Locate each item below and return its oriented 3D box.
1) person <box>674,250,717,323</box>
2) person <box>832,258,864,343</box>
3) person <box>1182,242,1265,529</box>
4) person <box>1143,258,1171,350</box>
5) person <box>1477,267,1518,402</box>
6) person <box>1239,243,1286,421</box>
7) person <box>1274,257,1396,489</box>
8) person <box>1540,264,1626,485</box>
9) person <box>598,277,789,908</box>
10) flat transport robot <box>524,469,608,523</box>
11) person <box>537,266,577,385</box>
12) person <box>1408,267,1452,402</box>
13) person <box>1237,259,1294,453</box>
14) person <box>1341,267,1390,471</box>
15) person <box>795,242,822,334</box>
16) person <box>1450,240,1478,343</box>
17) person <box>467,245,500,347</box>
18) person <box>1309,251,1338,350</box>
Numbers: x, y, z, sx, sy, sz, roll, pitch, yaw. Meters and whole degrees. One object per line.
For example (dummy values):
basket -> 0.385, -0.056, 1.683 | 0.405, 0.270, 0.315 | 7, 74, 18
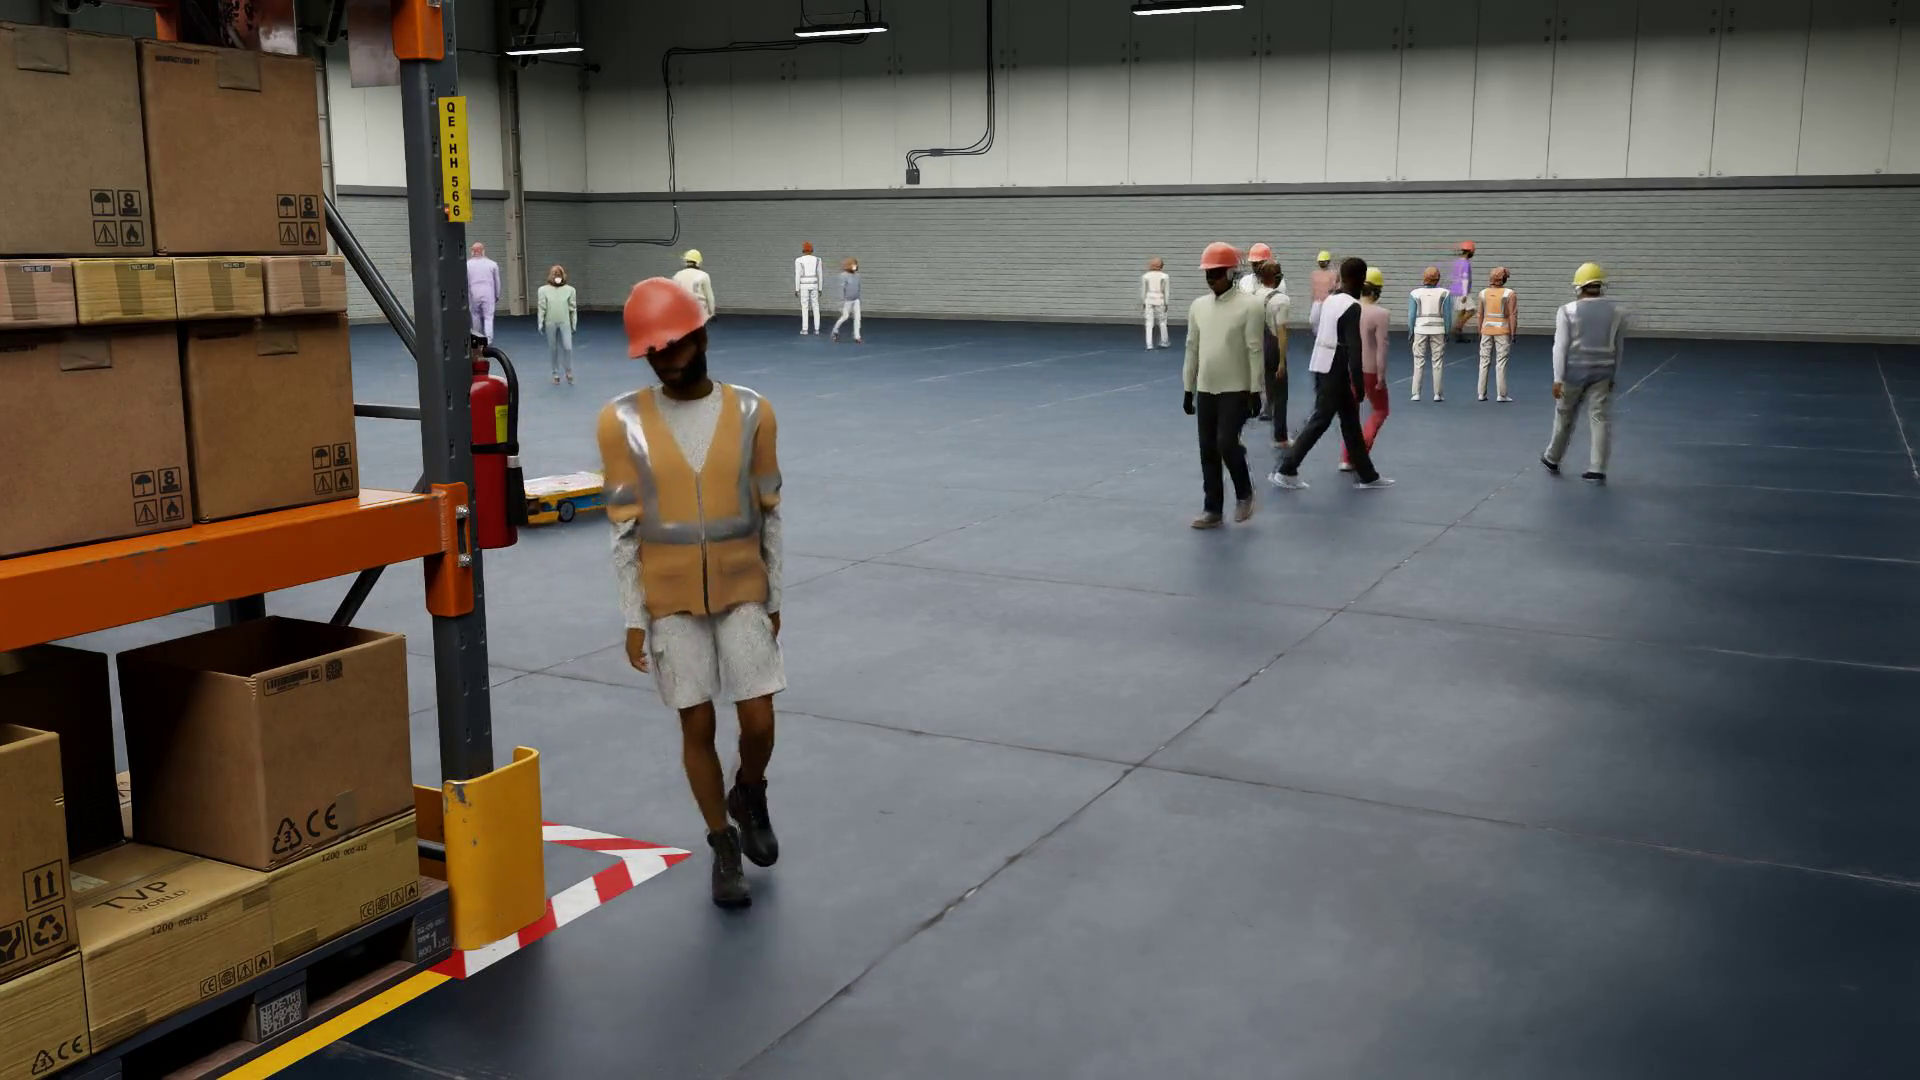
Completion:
person -> -3.867, -3.354, 24.479 | 0.594, 1.809, 0.655 | 6, 12, 28
person -> -2.107, -4.530, 31.432 | 0.506, 1.609, 0.715 | -9, 14, -41
person -> 1.796, -1.051, 11.448 | 0.446, 1.974, 0.641 | -10, 15, -44
person -> 3.517, -4.200, 29.646 | 0.518, 1.606, 0.801 | 4, 11, 22
person -> 6.524, -2.492, 20.228 | 0.514, 1.641, 0.308 | 10, 14, 43
person -> 3.270, -2.270, 18.213 | 0.552, 1.932, 0.377 | 7, 12, 33
person -> 2.987, -1.314, 13.248 | 0.994, 1.855, 0.611 | 0, 10, -1
person -> 5.153, -1.381, 13.767 | 0.621, 1.780, 0.915 | -1, 10, -3
person -> -0.790, 0.168, 5.001 | 0.549, 1.904, 0.453 | -3, 11, -15
flat transport robot -> -2.865, -0.331, 12.180 | 0.652, 0.197, 1.431 | 7, 12, 33
person -> -5.413, -2.868, 22.378 | 0.520, 1.608, 0.718 | -2, 11, -13
person -> 5.716, -2.501, 20.270 | 0.514, 1.642, 0.310 | 3, 11, 16
person -> 2.829, -1.717, 15.551 | 0.923, 1.811, 0.528 | -10, 14, -43
person -> 3.457, -1.443, 14.215 | 0.388, 1.754, 0.530 | -9, 14, -40
person -> -3.100, -5.159, 34.103 | 0.579, 1.882, 0.342 | -4, 11, -22
person -> 9.460, -4.638, 31.149 | 0.393, 1.921, 0.552 | 0, 10, -2
person -> -8.658, -4.409, 30.119 | 0.631, 1.845, 1.042 | -3, 11, -15
person -> 6.262, -4.099, 28.695 | 0.525, 1.755, 0.358 | 9, 13, 39
